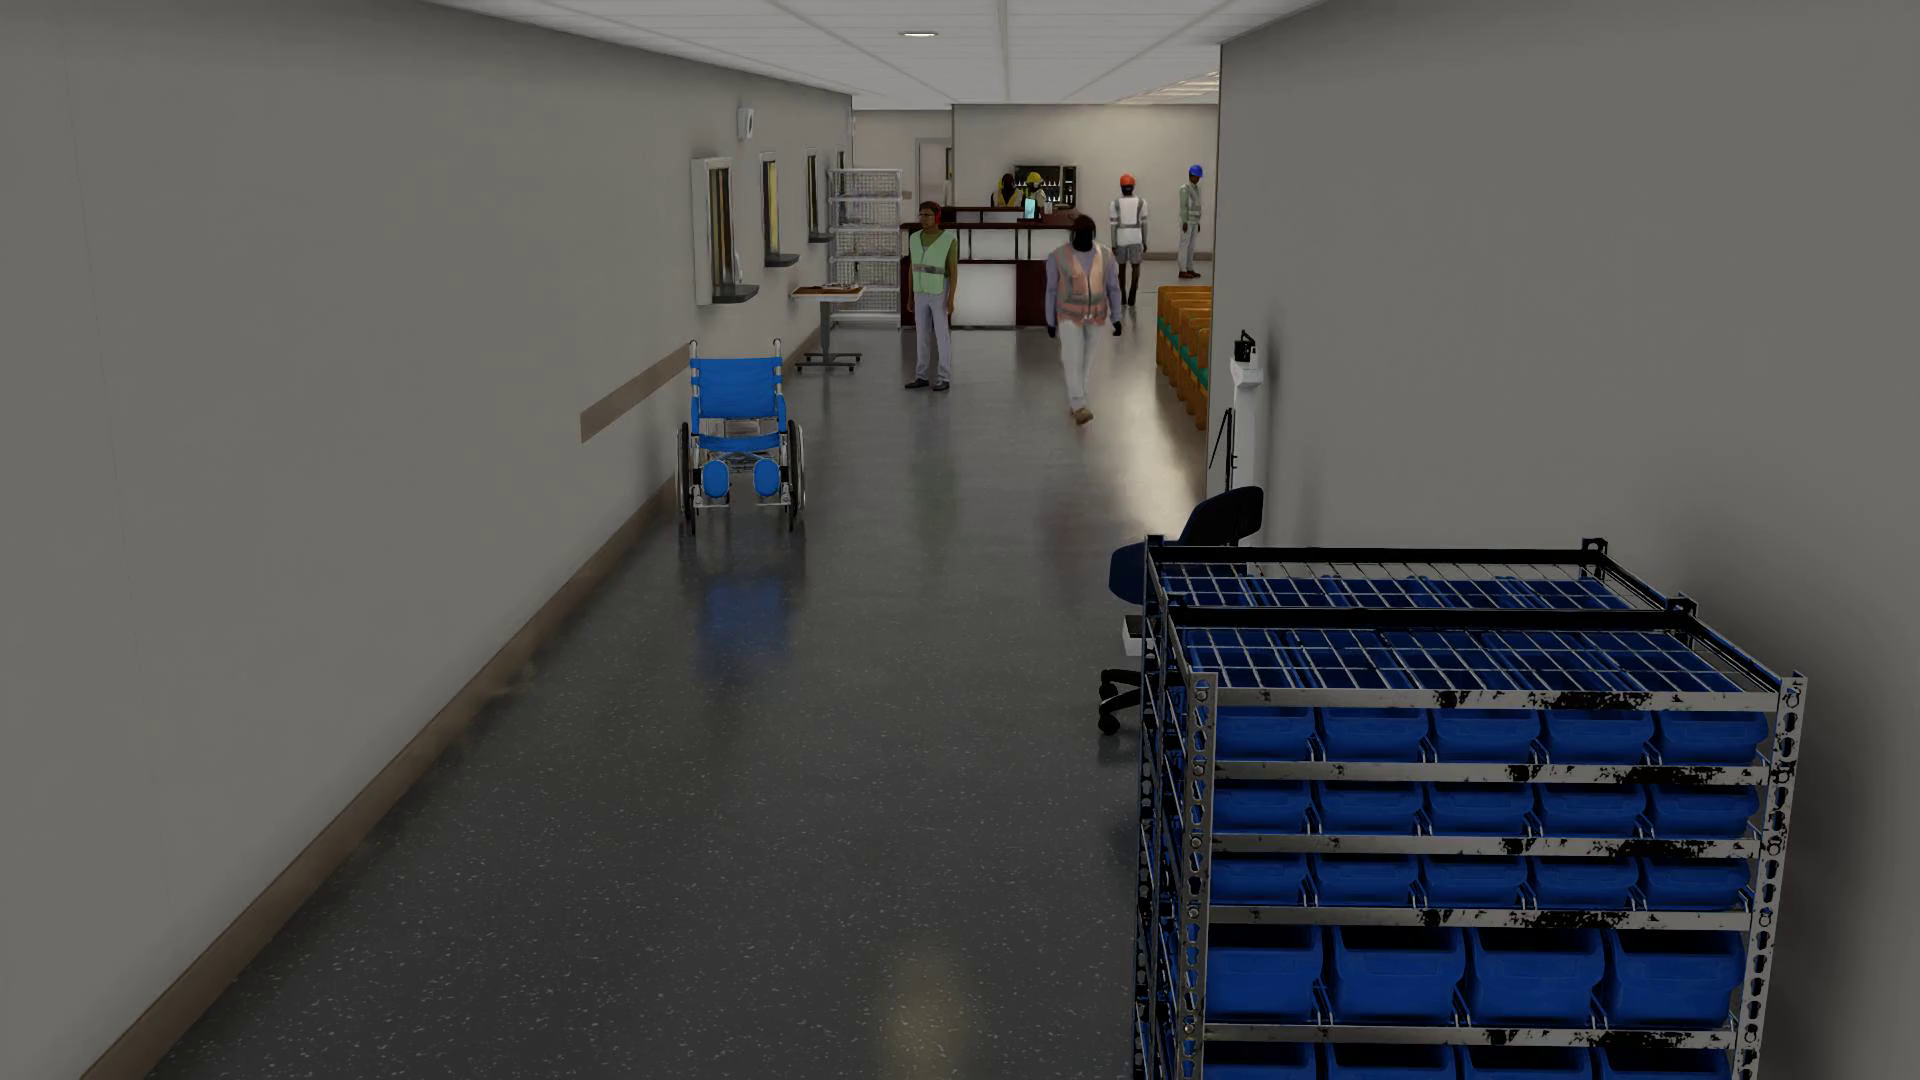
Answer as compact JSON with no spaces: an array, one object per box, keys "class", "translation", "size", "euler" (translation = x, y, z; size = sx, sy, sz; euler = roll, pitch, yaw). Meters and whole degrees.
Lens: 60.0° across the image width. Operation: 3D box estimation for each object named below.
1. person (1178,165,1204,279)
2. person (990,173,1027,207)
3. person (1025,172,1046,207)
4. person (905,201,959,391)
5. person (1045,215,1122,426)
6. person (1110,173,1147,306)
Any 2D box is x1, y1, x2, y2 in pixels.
[{"class":"person","translation":[3.998,-5.504,28.780],"size":[0.408,1.937,0.602],"euler":[9,16,33]},{"class":"person","translation":[0.776,-5.059,27.185],"size":[0.622,1.839,0.429],"euler":[2,14,9]},{"class":"person","translation":[1.281,-5.350,28.400],"size":[0.403,1.823,0.592],"euler":[-1,14,-5]},{"class":"person","translation":[-0.269,-2.397,16.359],"size":[0.564,1.846,0.390],"euler":[9,16,33]},{"class":"person","translation":[1.092,-1.906,14.469],"size":[0.627,1.790,0.964],"euler":[-4,14,-16]},{"class":"person","translation":[2.451,-4.360,24.190],"size":[0.555,1.916,0.837],"euler":[1,14,5]}]
